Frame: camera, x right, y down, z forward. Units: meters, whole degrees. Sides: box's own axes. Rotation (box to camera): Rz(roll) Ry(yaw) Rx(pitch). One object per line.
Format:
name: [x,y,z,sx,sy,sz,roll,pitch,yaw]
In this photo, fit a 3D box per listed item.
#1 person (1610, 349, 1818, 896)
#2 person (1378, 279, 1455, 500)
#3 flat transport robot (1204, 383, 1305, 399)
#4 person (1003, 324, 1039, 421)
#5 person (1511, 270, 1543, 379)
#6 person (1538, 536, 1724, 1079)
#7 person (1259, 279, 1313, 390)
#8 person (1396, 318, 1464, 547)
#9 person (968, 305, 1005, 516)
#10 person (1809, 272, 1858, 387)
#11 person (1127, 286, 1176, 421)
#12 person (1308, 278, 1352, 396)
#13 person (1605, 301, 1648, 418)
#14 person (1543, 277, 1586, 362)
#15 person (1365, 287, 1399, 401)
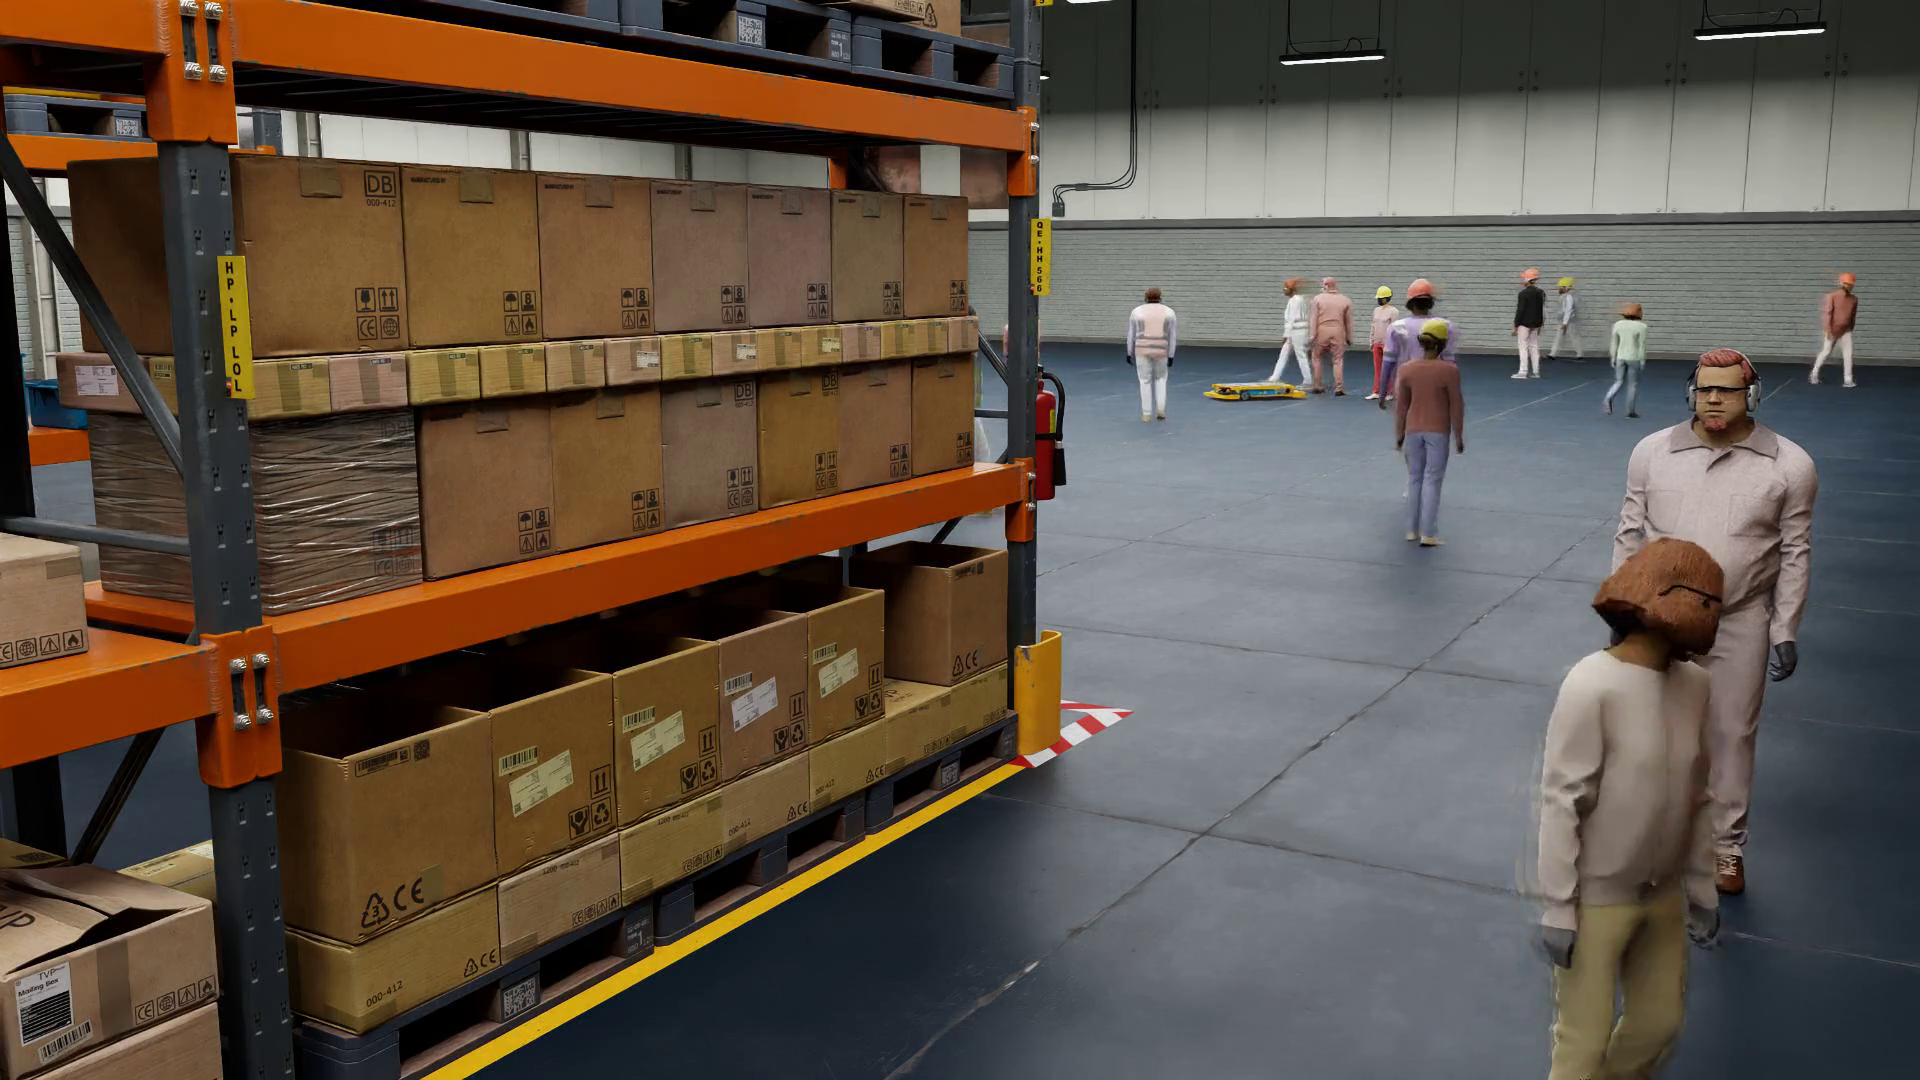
person: [2.617,0.285,5.857,0.639,1.911,0.406,6,11,31]
person: [4.194,-1.385,15.348,0.661,2.000,0.959,0,10,0]
flat transport robot: [4.602,-2.336,25.992,1.431,0.197,0.652,-3,10,-17]
person: [0.835,-2.432,22.709,0.519,1.596,0.844,2,10,13]
person: [10.371,-3.913,30.302,0.749,1.968,0.389,-6,11,-32]
person: [1.469,0.796,3.722,0.558,1.621,0.338,-5,11,-29]
person: [5.490,-3.425,27.796,0.940,1.836,0.584,1,10,5]
person: [3.628,-0.835,12.867,0.353,1.768,0.534,-9,13,-44]
person: [0.093,-1.098,14.253,0.816,1.814,0.630,-4,10,-22]
person: [15.052,-3.611,28.556,0.620,1.958,0.981,-1,10,-4]
person: [2.574,-2.517,22.503,0.636,1.826,0.561,0,10,-1]
person: [5.927,-3.260,26.702,0.742,1.876,0.640,-1,10,-8]
person: [9.144,-2.464,22.817,0.546,1.622,0.506,-7,12,-36]
person: [12.785,-4.622,34.982,0.870,1.789,0.597,0,10,-1]
person: [6.530,-3.026,25.683,0.328,1.760,0.523,-6,11,-32]
